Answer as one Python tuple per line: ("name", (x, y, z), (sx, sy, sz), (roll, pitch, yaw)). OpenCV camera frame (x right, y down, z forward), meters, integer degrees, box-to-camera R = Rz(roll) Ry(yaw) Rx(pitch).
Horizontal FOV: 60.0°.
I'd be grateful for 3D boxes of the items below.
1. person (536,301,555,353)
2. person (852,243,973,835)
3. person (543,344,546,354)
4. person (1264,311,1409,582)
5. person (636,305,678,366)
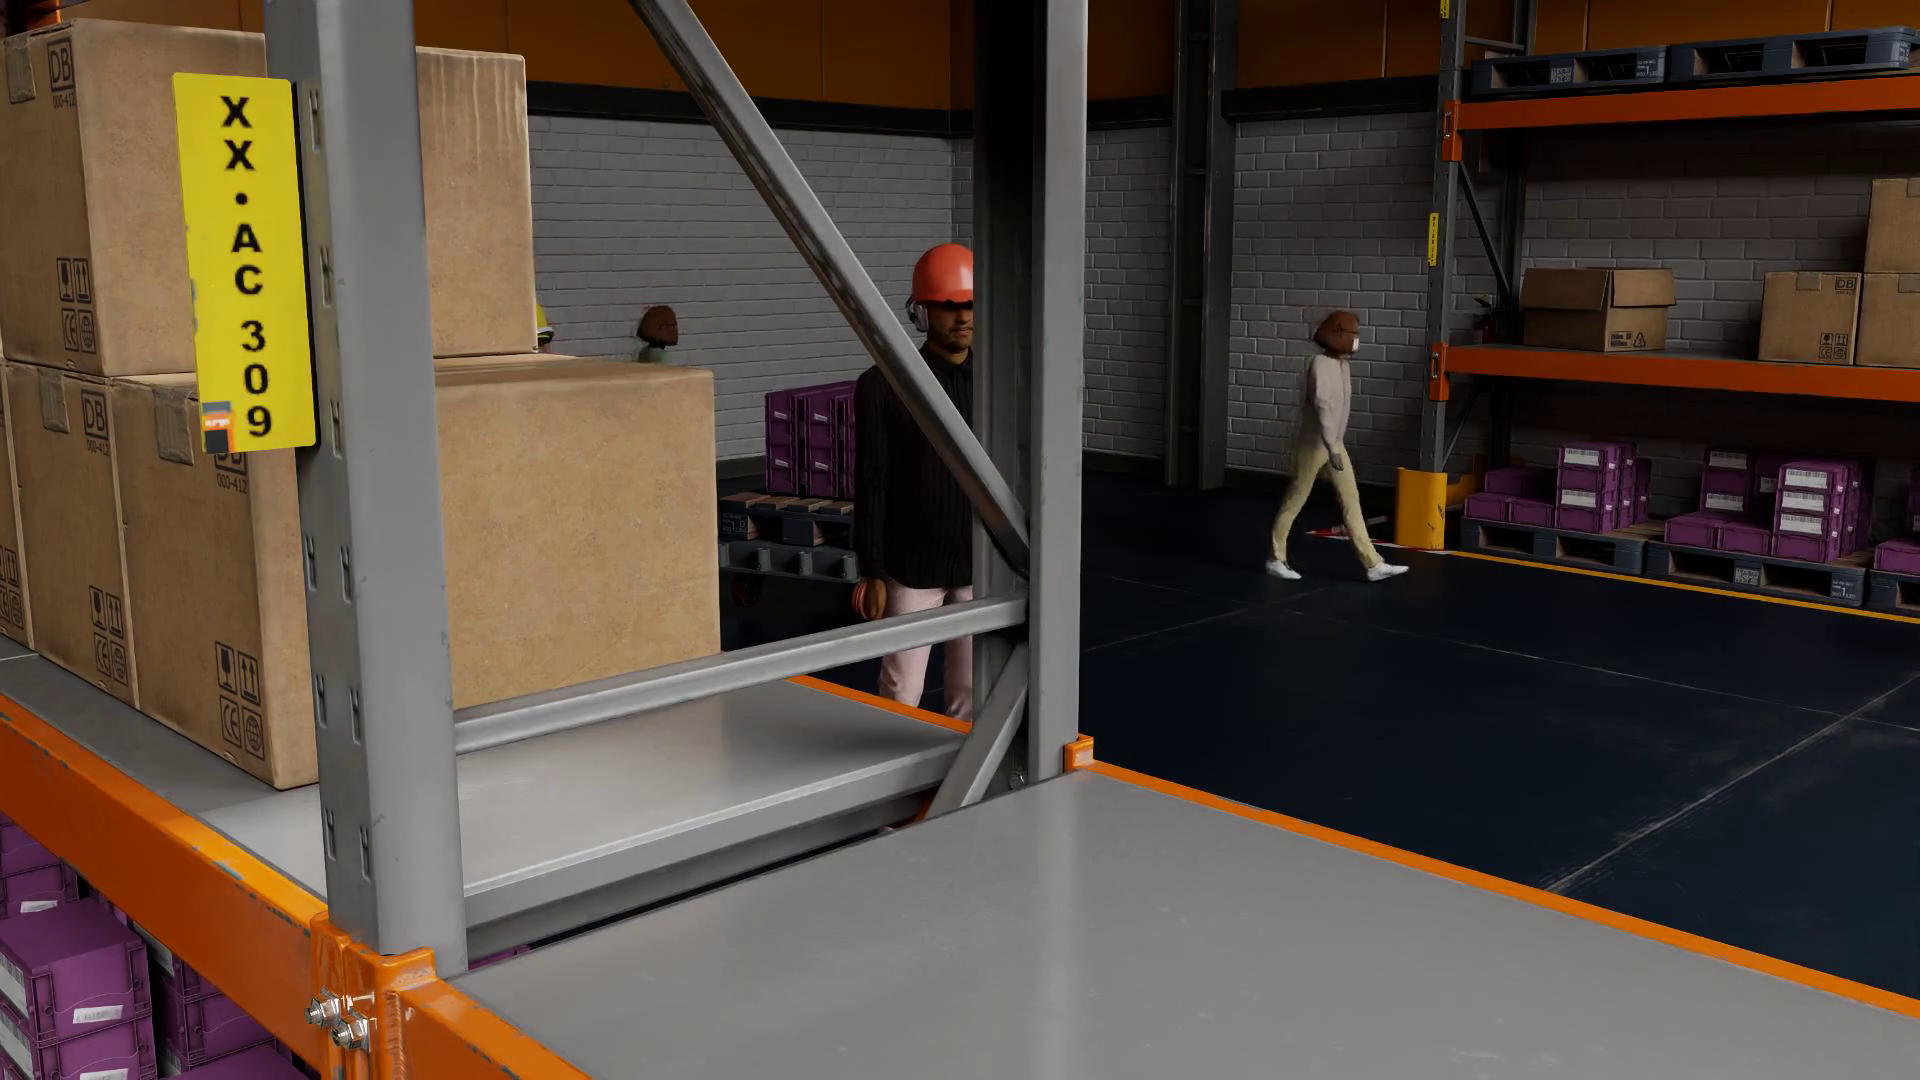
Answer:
("person", (-1.581, 0.012, 6.039), (0.403, 1.835, 0.586), (2, 11, 12))
("person", (-0.046, 0.081, 5.225), (0.610, 1.996, 0.384), (-5, 12, -27))
("person", (-2.498, -0.539, 8.701), (0.645, 1.957, 0.884), (-7, 12, -34))
("person", (2.167, -0.524, 9.640), (0.875, 1.583, 0.509), (8, 13, 39))
("person", (-1.918, -0.677, 10.457), (0.839, 1.593, 0.511), (-6, 12, -30))
